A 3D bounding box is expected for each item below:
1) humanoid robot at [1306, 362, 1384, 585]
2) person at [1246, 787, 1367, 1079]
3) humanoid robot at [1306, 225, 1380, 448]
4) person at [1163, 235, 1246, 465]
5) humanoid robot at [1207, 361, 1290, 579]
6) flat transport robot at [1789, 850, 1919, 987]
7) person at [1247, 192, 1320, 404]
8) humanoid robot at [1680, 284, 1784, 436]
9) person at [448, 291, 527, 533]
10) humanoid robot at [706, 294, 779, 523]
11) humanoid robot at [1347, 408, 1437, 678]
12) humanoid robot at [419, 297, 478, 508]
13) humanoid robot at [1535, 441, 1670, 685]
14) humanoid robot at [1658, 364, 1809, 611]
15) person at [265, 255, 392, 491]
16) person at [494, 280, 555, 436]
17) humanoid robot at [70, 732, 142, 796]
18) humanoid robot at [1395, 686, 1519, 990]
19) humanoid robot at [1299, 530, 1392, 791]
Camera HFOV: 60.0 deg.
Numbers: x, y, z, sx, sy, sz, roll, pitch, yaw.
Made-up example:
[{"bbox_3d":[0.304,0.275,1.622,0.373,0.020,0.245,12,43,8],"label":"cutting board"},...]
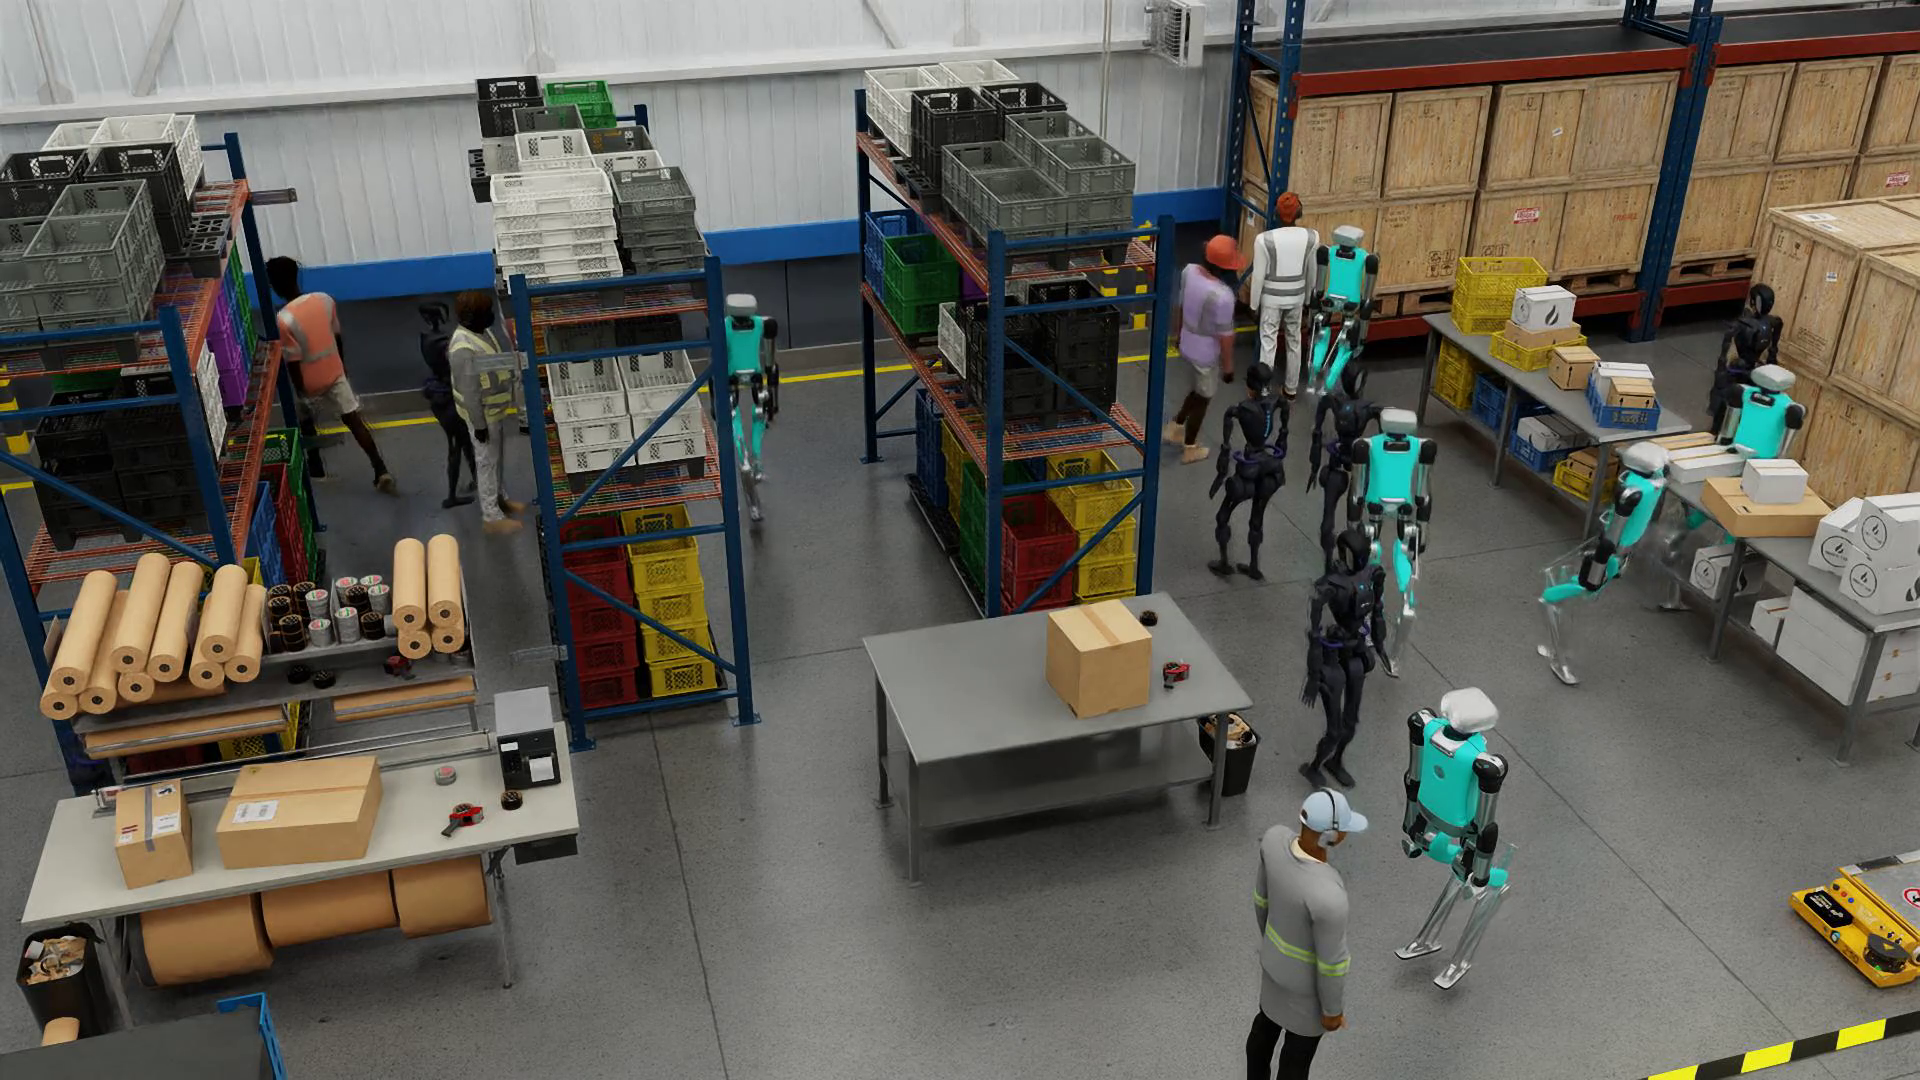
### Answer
[{"bbox_3d":[2.710,-0.455,11.555,0.605,1.638,0.608,18,34,30],"label":"humanoid robot"},{"bbox_3d":[1.489,1.838,7.179,0.395,1.848,0.587,-11,31,-19],"label":"person"},{"bbox_3d":[3.006,-1.609,13.577,0.577,1.788,0.829,18,33,29],"label":"humanoid robot"},{"bbox_3d":[1.928,-1.486,13.091,0.406,1.992,0.726,-11,31,-20],"label":"person"},{"bbox_3d":[2.025,-0.493,11.584,0.587,1.647,0.379,-13,31,-22],"label":"humanoid robot"},{"bbox_3d":[5.163,1.916,8.676,1.431,0.231,0.659,-8,30,-14],"label":"flat transport robot"},{"bbox_3d":[2.741,-2.042,14.200,0.573,1.884,0.361,-4,29,-7],"label":"person"},{"bbox_3d":[6.071,-1.257,13.007,0.609,1.638,0.637,-9,30,-15],"label":"humanoid robot"},{"bbox_3d":[-3.494,-0.949,12.281,0.430,1.832,0.648,-3,29,-5],"label":"person"},{"bbox_3d":[-1.554,-0.923,12.316,0.558,1.737,1.032,-9,30,-15],"label":"humanoid robot"},{"bbox_3d":[2.716,0.132,10.454,0.530,1.754,1.000,1,29,1],"label":"humanoid robot"},{"bbox_3d":[-3.845,-1.058,12.626,0.499,1.646,0.595,-19,34,-31],"label":"humanoid robot"},{"bbox_3d":[3.877,0.126,10.421,0.836,1.790,0.609,23,36,36],"label":"humanoid robot"},{"bbox_3d":[5.091,-0.266,11.163,0.942,1.756,0.531,-18,34,-30],"label":"humanoid robot"},{"bbox_3d":[-4.867,-1.262,12.732,0.965,1.922,0.648,15,32,26],"label":"person"},{"bbox_3d":[-3.565,-1.739,13.717,0.405,1.824,0.584,2,29,4],"label":"person"},{"bbox_3d":[-4.360,1.171,8.581,0.624,1.629,0.584,-15,32,-26],"label":"humanoid robot"},{"bbox_3d":[2.466,1.388,7.976,0.735,1.673,0.533,-17,33,-28],"label":"humanoid robot"},{"bbox_3d":[2.208,0.674,9.475,0.614,1.652,0.333,-17,33,-28],"label":"humanoid robot"}]
